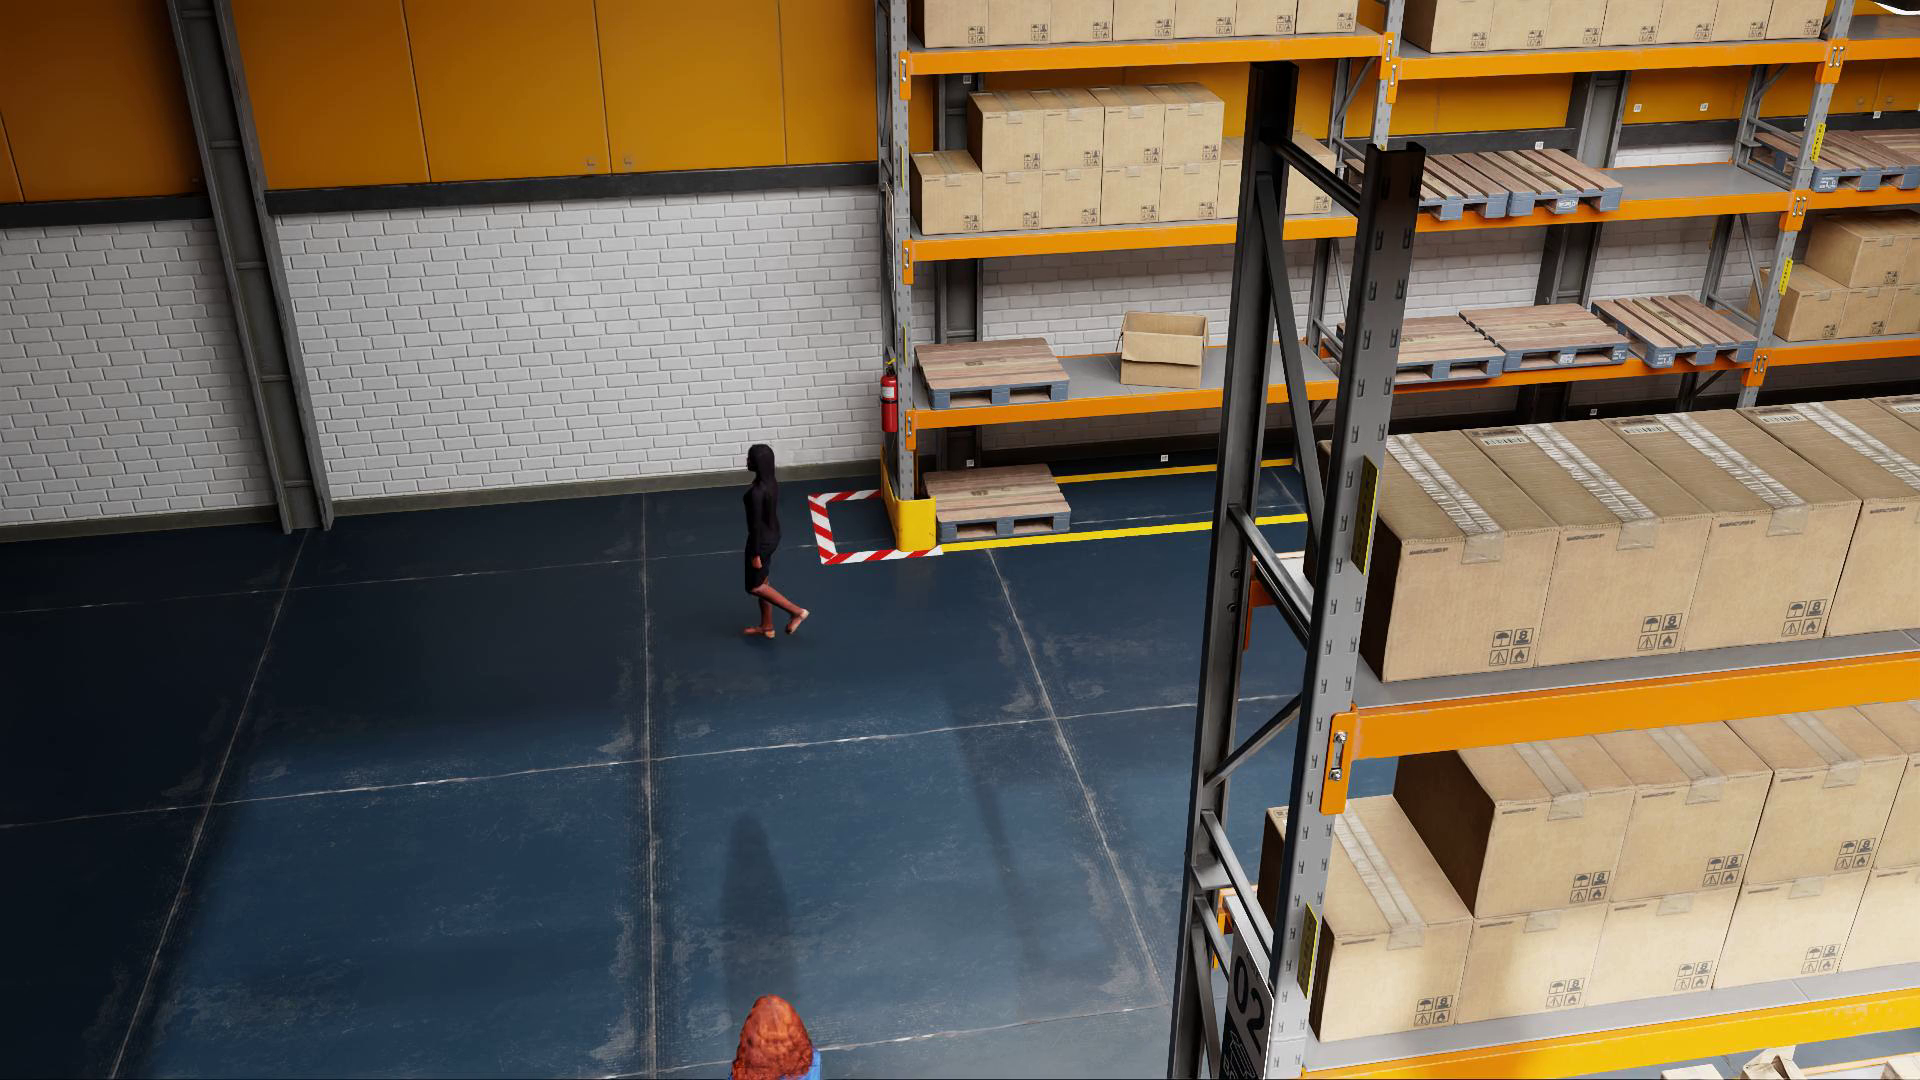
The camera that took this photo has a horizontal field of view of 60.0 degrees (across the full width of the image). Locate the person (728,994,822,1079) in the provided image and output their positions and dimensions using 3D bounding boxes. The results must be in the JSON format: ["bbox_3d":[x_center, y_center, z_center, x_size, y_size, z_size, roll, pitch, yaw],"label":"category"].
[{"bbox_3d":[-0.806,2.889,7.674,0.728,1.815,0.740,-10,30,-17],"label":"person"}]

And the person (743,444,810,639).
[{"bbox_3d":[-1.463,0.048,12.993,0.854,1.709,0.730,2,29,4],"label":"person"}]
